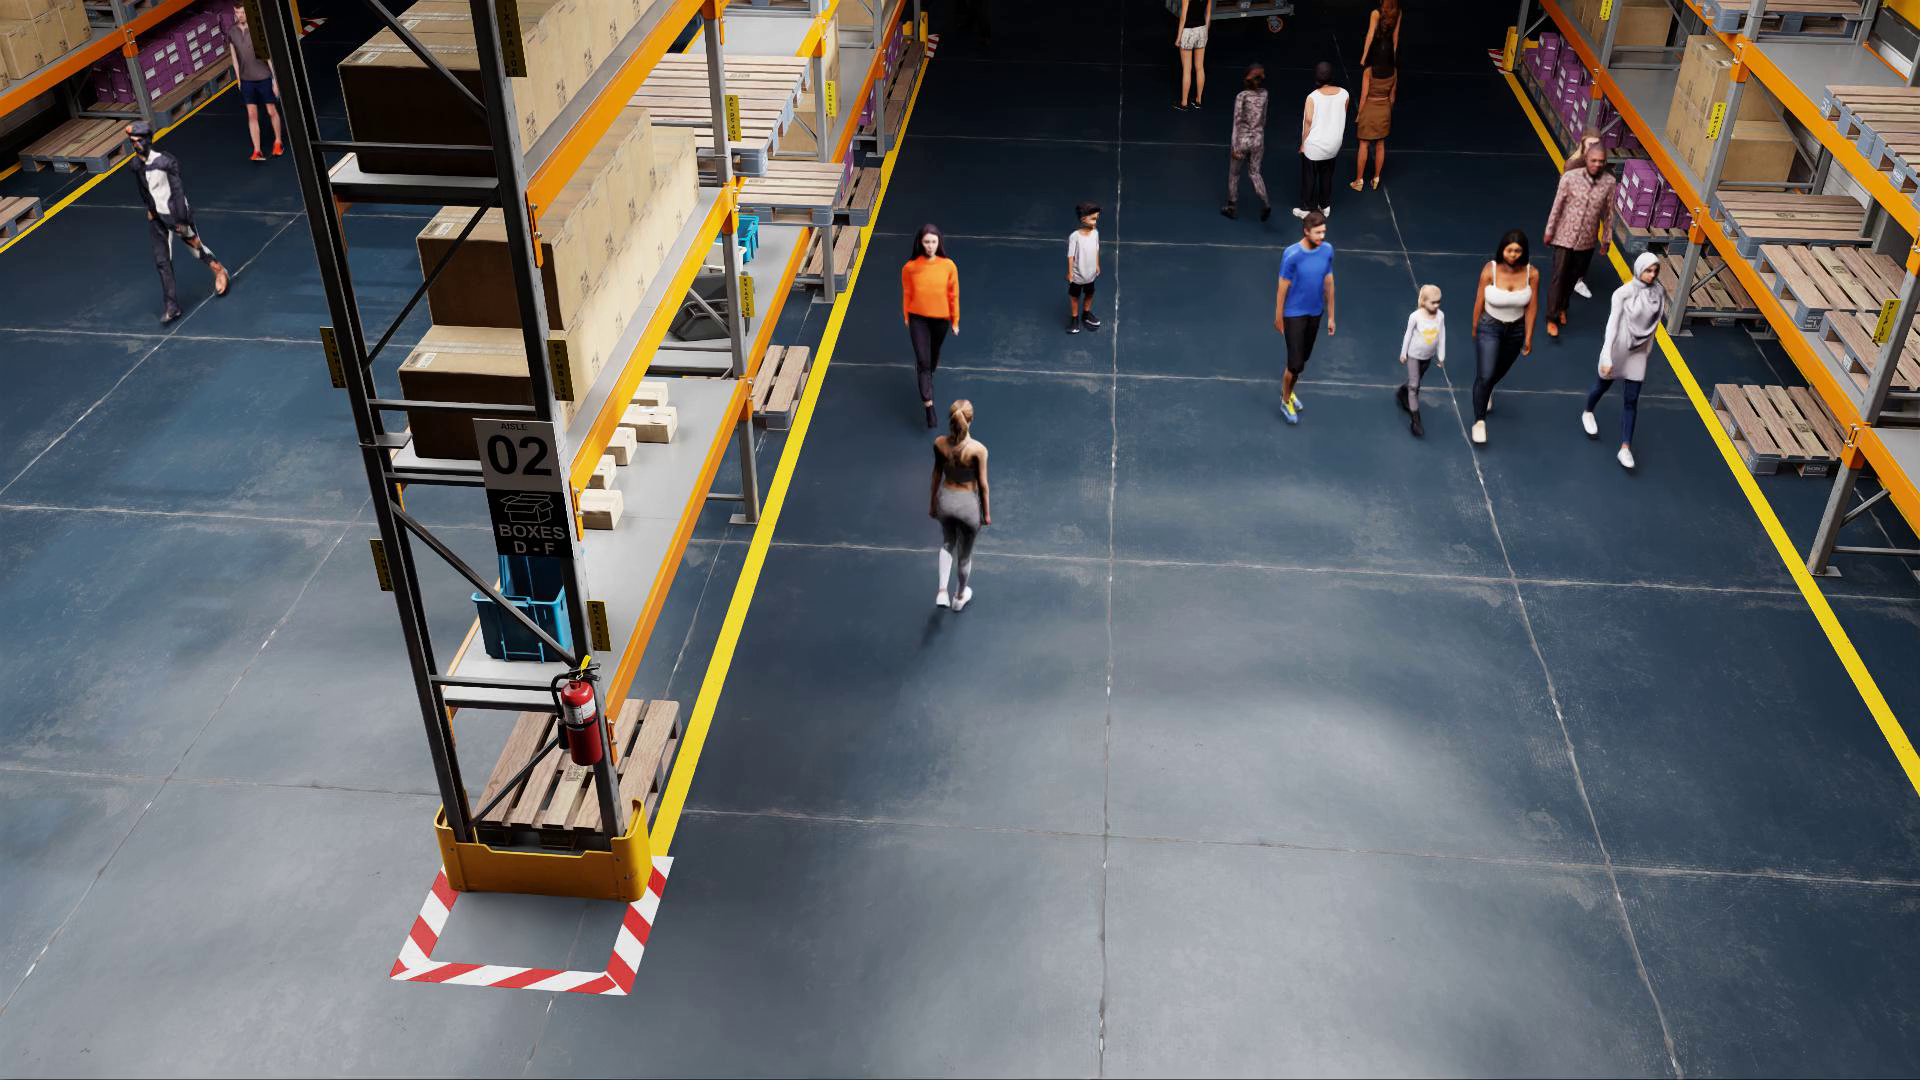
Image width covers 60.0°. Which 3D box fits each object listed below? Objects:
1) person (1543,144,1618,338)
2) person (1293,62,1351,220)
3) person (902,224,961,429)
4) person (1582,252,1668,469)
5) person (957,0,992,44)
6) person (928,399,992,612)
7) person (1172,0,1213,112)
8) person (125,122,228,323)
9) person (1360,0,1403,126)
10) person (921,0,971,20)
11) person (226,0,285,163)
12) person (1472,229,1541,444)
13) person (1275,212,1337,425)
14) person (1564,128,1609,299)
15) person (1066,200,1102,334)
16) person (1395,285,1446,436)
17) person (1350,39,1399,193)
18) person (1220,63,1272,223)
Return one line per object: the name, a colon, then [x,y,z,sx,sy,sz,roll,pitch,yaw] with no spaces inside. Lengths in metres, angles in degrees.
person: [5.747,-2.865,15.560,0.712,1.781,0.937,3,34,4]
person: [3.843,-4.265,17.751,0.738,1.686,0.737,-10,35,-14]
person: [-0.265,-1.890,14.169,0.788,1.697,1.162,-4,34,-6]
person: [5.395,-1.548,13.622,0.710,1.732,1.144,-1,34,-2]
person: [0.250,-7.683,22.877,1.126,1.704,1.246,-19,38,-26]
person: [-0.040,-0.172,11.584,0.705,1.697,0.808,12,35,17]
person: [2.906,-6.284,20.640,0.692,1.851,0.691,-13,36,-19]
person: [-7.444,-3.083,15.828,0.686,1.846,1.207,4,34,6]
person: [5.024,-5.679,19.756,0.787,1.822,0.912,-12,36,-18]
person: [-0.222,-8.383,23.759,1.109,1.894,1.266,-11,35,-16]
person: [-8.101,-5.345,19.245,0.761,1.831,1.000,-1,34,-1]
person: [4.525,-1.773,13.926,0.658,1.771,1.154,4,34,7]
person: [2.855,-1.951,14.127,0.804,1.844,0.892,-14,36,-21]
person: [5.965,-3.229,16.198,0.764,1.681,0.834,-10,35,-14]
person: [1.141,-2.575,15.600,0.596,1.252,0.631,-9,35,-13]
person: [3.888,-1.602,14.136,0.692,1.253,0.973,-8,34,-12]
person: [4.589,-4.692,18.390,0.618,1.690,0.605,-8,34,-12]
person: [3.098,-4.155,17.575,0.847,1.698,1.041,-14,36,-20]
